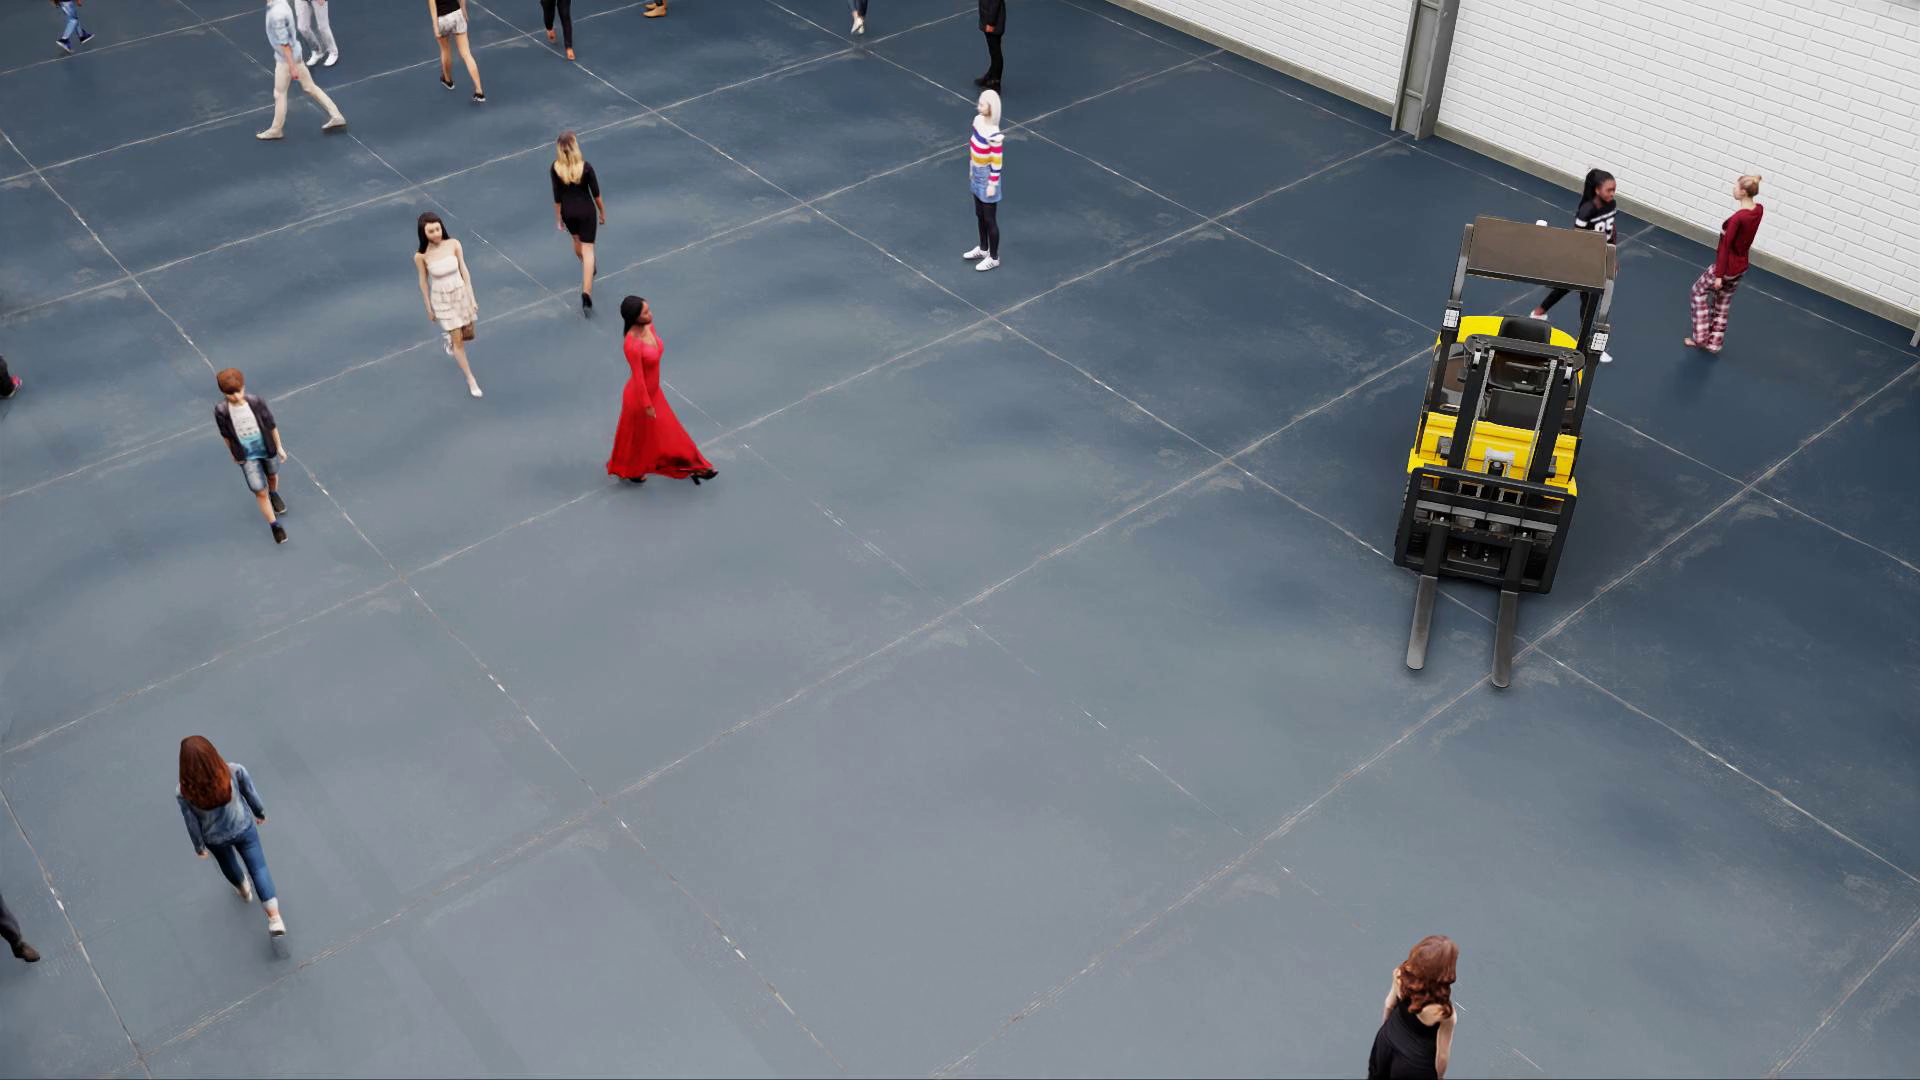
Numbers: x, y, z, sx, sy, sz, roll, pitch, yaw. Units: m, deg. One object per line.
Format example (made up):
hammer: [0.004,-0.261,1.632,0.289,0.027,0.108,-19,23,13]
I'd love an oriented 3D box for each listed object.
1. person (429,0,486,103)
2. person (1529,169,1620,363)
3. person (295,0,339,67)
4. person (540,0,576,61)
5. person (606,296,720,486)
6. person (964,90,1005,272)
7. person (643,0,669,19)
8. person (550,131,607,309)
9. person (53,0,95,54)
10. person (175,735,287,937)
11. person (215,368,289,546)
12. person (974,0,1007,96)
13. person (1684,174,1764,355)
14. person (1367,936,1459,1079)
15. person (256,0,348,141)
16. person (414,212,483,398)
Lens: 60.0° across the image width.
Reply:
person: [-5.772,-5.889,18.982,0.645,1.796,1.195,-26,46,-29]
person: [5.509,-2.503,14.833,0.598,1.682,1.151,-27,46,-29]
person: [-7.713,-6.551,19.768,0.825,1.850,0.894,17,42,20]
person: [-4.929,-6.681,20.107,0.889,1.631,1.091,-14,41,-17]
person: [-2.555,-1.122,13.069,1.232,1.736,1.075,9,39,11]
person: [0.258,-3.456,15.926,0.768,1.808,0.563,-16,41,-19]
person: [-3.938,-7.535,21.111,0.756,1.710,0.670,-1,39,-2]
person: [-3.535,-2.932,15.408,1.003,1.636,1.124,0,39,0]
person: [-10.990,-6.611,20.327,0.831,1.245,0.765,16,41,19]
person: [-4.245,1.741,9.702,0.653,1.453,0.975,-22,43,-25]
person: [-5.430,-0.722,12.821,0.601,1.410,0.962,-23,44,-26]
person: [0.391,-6.037,19.184,0.793,1.774,0.716,-1,39,-2]
person: [6.870,-2.398,14.696,0.674,1.690,0.658,-23,44,-26]
person: [2.245,2.597,8.397,0.645,1.745,0.455,-24,45,-27]
person: [-7.241,-5.263,18.197,1.117,1.797,1.224,-6,39,-8]
person: [-4.372,-2.052,14.239,0.622,1.720,0.888,-23,44,-26]
